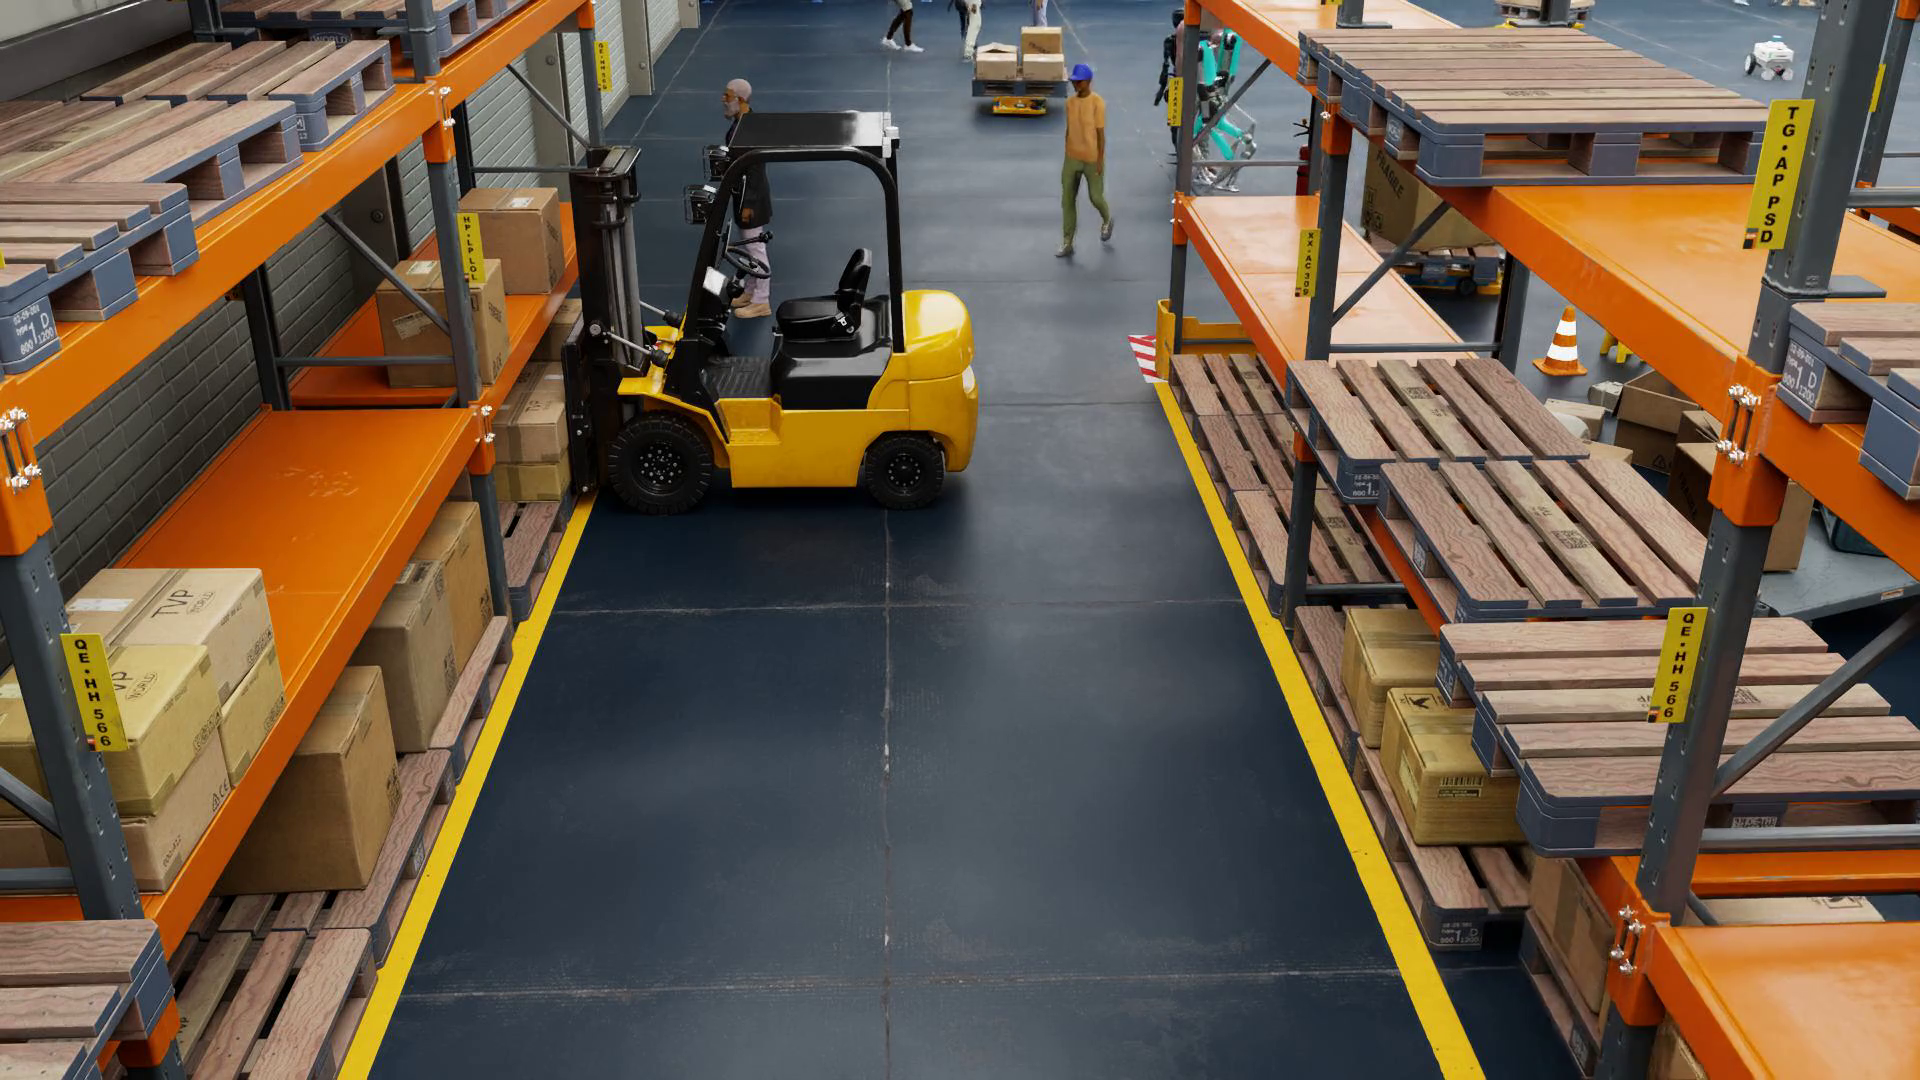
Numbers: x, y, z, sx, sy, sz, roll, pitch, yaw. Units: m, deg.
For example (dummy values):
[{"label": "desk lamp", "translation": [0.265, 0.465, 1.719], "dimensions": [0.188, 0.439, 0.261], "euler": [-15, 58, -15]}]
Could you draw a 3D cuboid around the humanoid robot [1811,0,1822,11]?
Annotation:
[{"label": "humanoid robot", "translation": [15.180, -10.110, 29.068], "dimensions": [0.327, 1.654, 0.603], "euler": [13, 28, 25]}]

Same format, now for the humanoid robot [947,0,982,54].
[{"label": "humanoid robot", "translation": [0.095, -8.101, 24.815], "dimensions": [0.587, 1.652, 0.346], "euler": [-17, 30, -32]}]

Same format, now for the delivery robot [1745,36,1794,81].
[{"label": "delivery robot", "translation": [11.348, -6.724, 23.216], "dimensions": [0.523, 0.602, 0.773], "euler": [3, 25, 7]}]

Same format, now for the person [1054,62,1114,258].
[{"label": "person", "translation": [1.146, -3.422, 14.879], "dimensions": [0.442, 1.693, 0.757], "euler": [15, 29, 29]}]

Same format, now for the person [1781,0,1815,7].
[{"label": "person", "translation": [15.107, -10.445, 29.578], "dimensions": [0.693, 1.860, 0.393], "euler": [-9, 27, -18]}]

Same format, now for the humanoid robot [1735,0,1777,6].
[{"label": "humanoid robot", "translation": [14.307, -10.305, 29.430], "dimensions": [0.533, 1.737, 0.921], "euler": [-15, 29, -29]}]

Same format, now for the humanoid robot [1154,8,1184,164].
[{"label": "humanoid robot", "translation": [2.376, -4.937, 18.114], "dimensions": [0.353, 1.652, 0.596], "euler": [23, 34, 40]}]

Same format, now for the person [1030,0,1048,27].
[{"label": "person", "translation": [1.160, -7.916, 24.215], "dimensions": [0.390, 1.849, 0.565], "euler": [-4, 26, -9]}]

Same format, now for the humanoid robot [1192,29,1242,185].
[{"label": "humanoid robot", "translation": [2.547, -4.587, 17.237], "dimensions": [0.718, 1.741, 0.530], "euler": [6, 26, 12]}]

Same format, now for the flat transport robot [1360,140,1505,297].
[{"label": "flat transport robot", "translation": [3.955, -2.289, 14.150], "dimensions": [1.431, 0.231, 0.659], "euler": [4, 26, 9]}]

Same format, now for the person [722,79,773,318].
[{"label": "person", "translation": [-1.683, -2.700, 13.162], "dimensions": [0.400, 1.855, 0.544], "euler": [-7, 26, -13]}]

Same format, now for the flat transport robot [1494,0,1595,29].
[{"label": "flat transport robot", "translation": [9.474, -8.425, 27.145], "dimensions": [1.431, 0.231, 0.659], "euler": [-16, 30, -30]}]

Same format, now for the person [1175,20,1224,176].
[{"label": "person", "translation": [2.560, -4.838, 17.597], "dimensions": [0.627, 1.940, 0.373], "euler": [-10, 27, -20]}]

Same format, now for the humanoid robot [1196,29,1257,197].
[{"label": "humanoid robot", "translation": [2.653, -4.215, 16.505], "dimensions": [0.816, 1.756, 0.530], "euler": [8, 26, 17]}]

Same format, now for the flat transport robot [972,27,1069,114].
[{"label": "flat transport robot", "translation": [0.765, -5.674, 21.319], "dimensions": [0.659, 0.231, 1.431], "euler": [1, 25, 2]}]

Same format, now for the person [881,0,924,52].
[{"label": "person", "translation": [-0.878, -8.304, 25.003], "dimensions": [0.620, 1.871, 0.570], "euler": [1, 25, 3]}]

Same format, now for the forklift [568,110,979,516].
[{"label": "forklift", "translation": [-1.043, -1.379, 9.976], "dimensions": [2.313, 2.155, 1.214], "euler": [-1, 25, -2]}]

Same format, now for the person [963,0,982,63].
[{"label": "person", "translation": [0.196, -7.918, 24.380], "dimensions": [0.422, 1.705, 0.732], "euler": [-3, 25, -6]}]
